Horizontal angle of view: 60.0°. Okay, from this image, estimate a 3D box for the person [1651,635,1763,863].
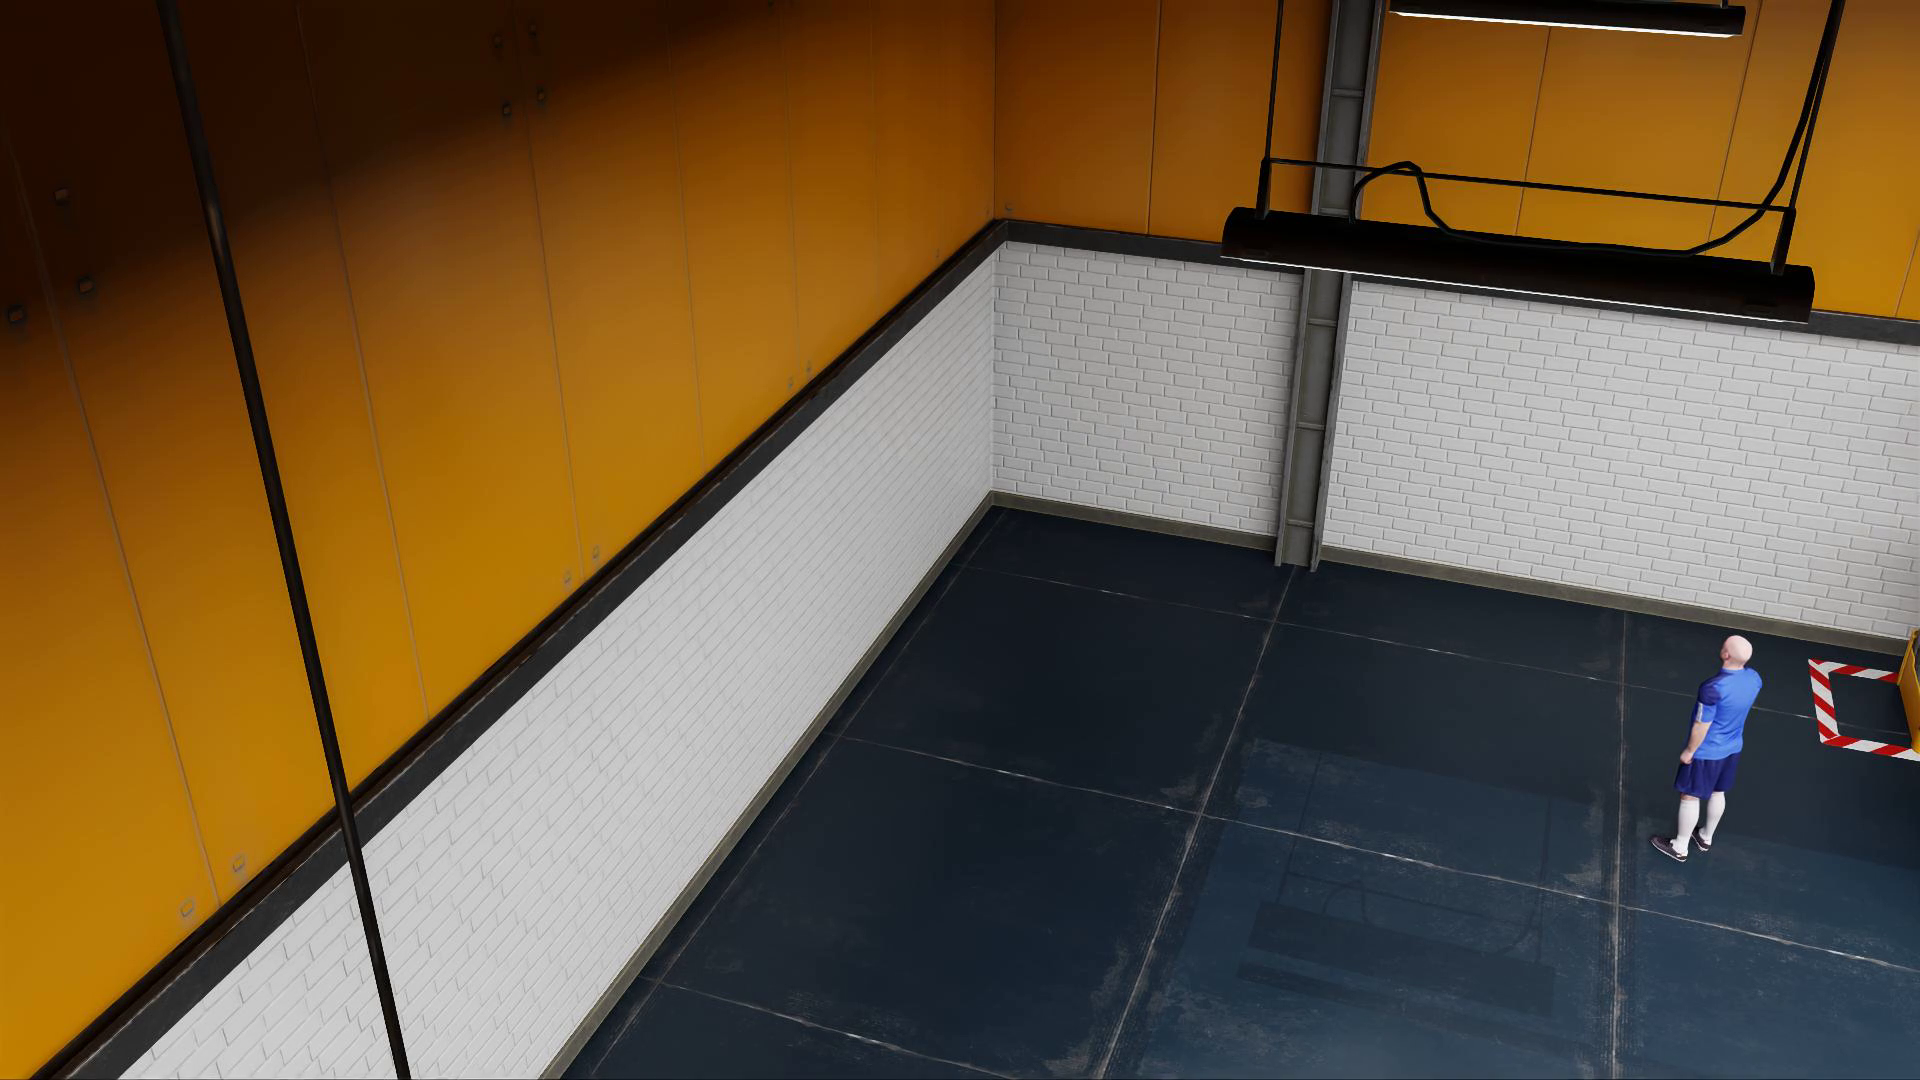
[{"bbox_3d":[5.374,1.474,11.878,0.749,1.842,0.806,-13,31,-22],"label":"person"}]
